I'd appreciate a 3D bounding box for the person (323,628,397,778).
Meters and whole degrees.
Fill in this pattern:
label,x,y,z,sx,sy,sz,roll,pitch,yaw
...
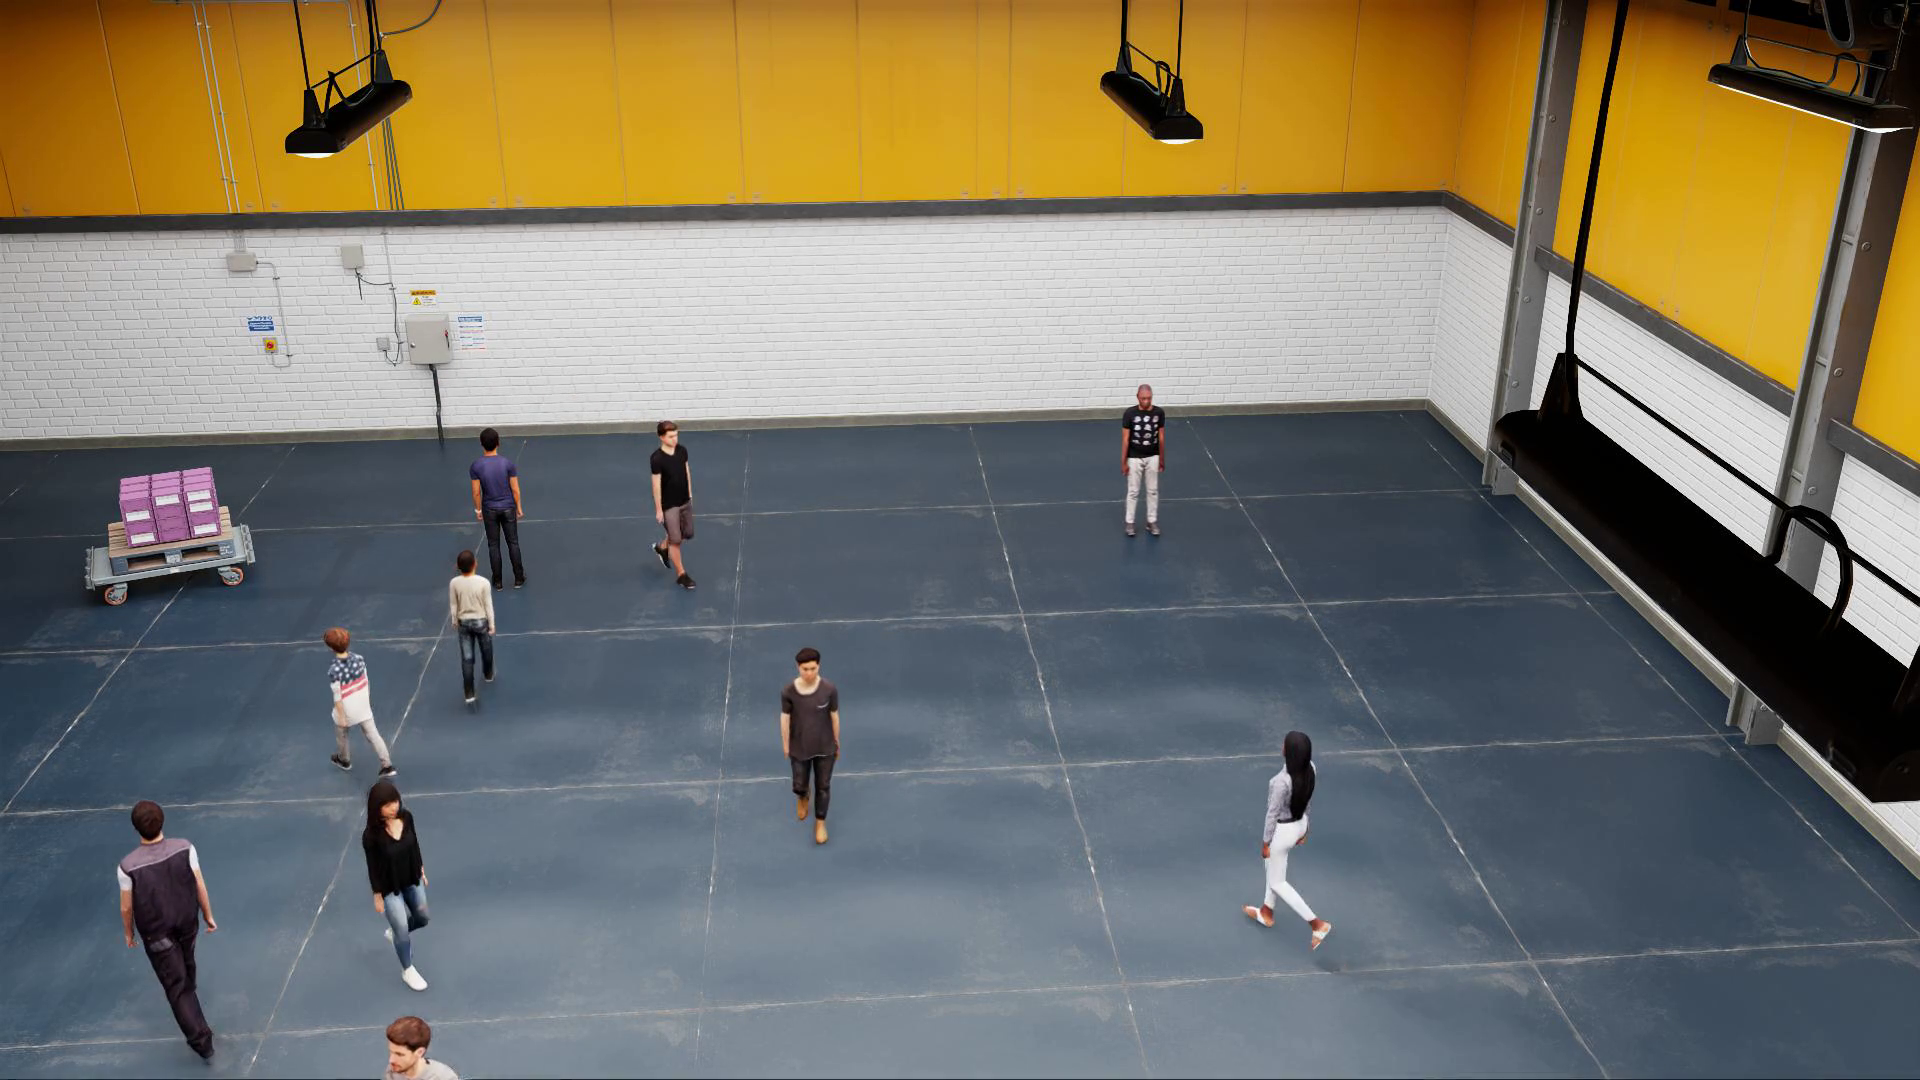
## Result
label,x,y,z,sx,sy,sz,roll,pitch,yaw
person,-5.110,1.414,14.120,0.992,1.409,0.980,16,28,32

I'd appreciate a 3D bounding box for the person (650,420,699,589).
label,x,y,z,sx,sy,sz,roll,pitch,yaw
person,-3.113,-0.414,17.758,1.092,1.845,1.037,18,29,35

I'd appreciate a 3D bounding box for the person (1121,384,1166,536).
label,x,y,z,sx,sy,sz,roll,pitch,yaw
person,2.090,-0.935,19.005,0.654,1.800,0.595,-3,24,-6

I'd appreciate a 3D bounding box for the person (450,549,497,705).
label,x,y,z,sx,sy,sz,roll,pitch,yaw
person,-4.531,0.823,15.431,0.597,1.441,1.010,-3,24,-8

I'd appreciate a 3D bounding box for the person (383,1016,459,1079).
label,x,y,z,sx,sy,sz,roll,pitch,yaw
person,-2.834,3.342,9.136,0.998,1.868,1.124,12,26,26

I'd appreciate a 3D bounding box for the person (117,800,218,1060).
label,x,y,z,sx,sy,sz,roll,pitch,yaw
person,-5.174,2.591,10.940,1.118,1.799,1.263,-20,30,-38

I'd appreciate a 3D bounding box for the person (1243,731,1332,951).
label,x,y,z,sx,sy,sz,roll,pitch,yaw
person,2.407,2.178,12.007,0.988,1.703,1.096,-21,31,-39

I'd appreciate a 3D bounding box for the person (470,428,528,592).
label,x,y,z,sx,sy,sz,roll,pitch,yaw
person,-4.891,-0.327,17.623,0.682,1.793,0.596,-7,24,-15

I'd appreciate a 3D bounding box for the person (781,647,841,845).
label,x,y,z,sx,sy,sz,roll,pitch,yaw
person,-1.189,1.588,13.353,0.615,1.704,0.762,-3,24,-6

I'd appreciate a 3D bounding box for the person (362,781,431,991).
label,x,y,z,sx,sy,sz,roll,pitch,yaw
person,-3.974,2.373,11.645,0.865,1.635,0.812,17,29,34
